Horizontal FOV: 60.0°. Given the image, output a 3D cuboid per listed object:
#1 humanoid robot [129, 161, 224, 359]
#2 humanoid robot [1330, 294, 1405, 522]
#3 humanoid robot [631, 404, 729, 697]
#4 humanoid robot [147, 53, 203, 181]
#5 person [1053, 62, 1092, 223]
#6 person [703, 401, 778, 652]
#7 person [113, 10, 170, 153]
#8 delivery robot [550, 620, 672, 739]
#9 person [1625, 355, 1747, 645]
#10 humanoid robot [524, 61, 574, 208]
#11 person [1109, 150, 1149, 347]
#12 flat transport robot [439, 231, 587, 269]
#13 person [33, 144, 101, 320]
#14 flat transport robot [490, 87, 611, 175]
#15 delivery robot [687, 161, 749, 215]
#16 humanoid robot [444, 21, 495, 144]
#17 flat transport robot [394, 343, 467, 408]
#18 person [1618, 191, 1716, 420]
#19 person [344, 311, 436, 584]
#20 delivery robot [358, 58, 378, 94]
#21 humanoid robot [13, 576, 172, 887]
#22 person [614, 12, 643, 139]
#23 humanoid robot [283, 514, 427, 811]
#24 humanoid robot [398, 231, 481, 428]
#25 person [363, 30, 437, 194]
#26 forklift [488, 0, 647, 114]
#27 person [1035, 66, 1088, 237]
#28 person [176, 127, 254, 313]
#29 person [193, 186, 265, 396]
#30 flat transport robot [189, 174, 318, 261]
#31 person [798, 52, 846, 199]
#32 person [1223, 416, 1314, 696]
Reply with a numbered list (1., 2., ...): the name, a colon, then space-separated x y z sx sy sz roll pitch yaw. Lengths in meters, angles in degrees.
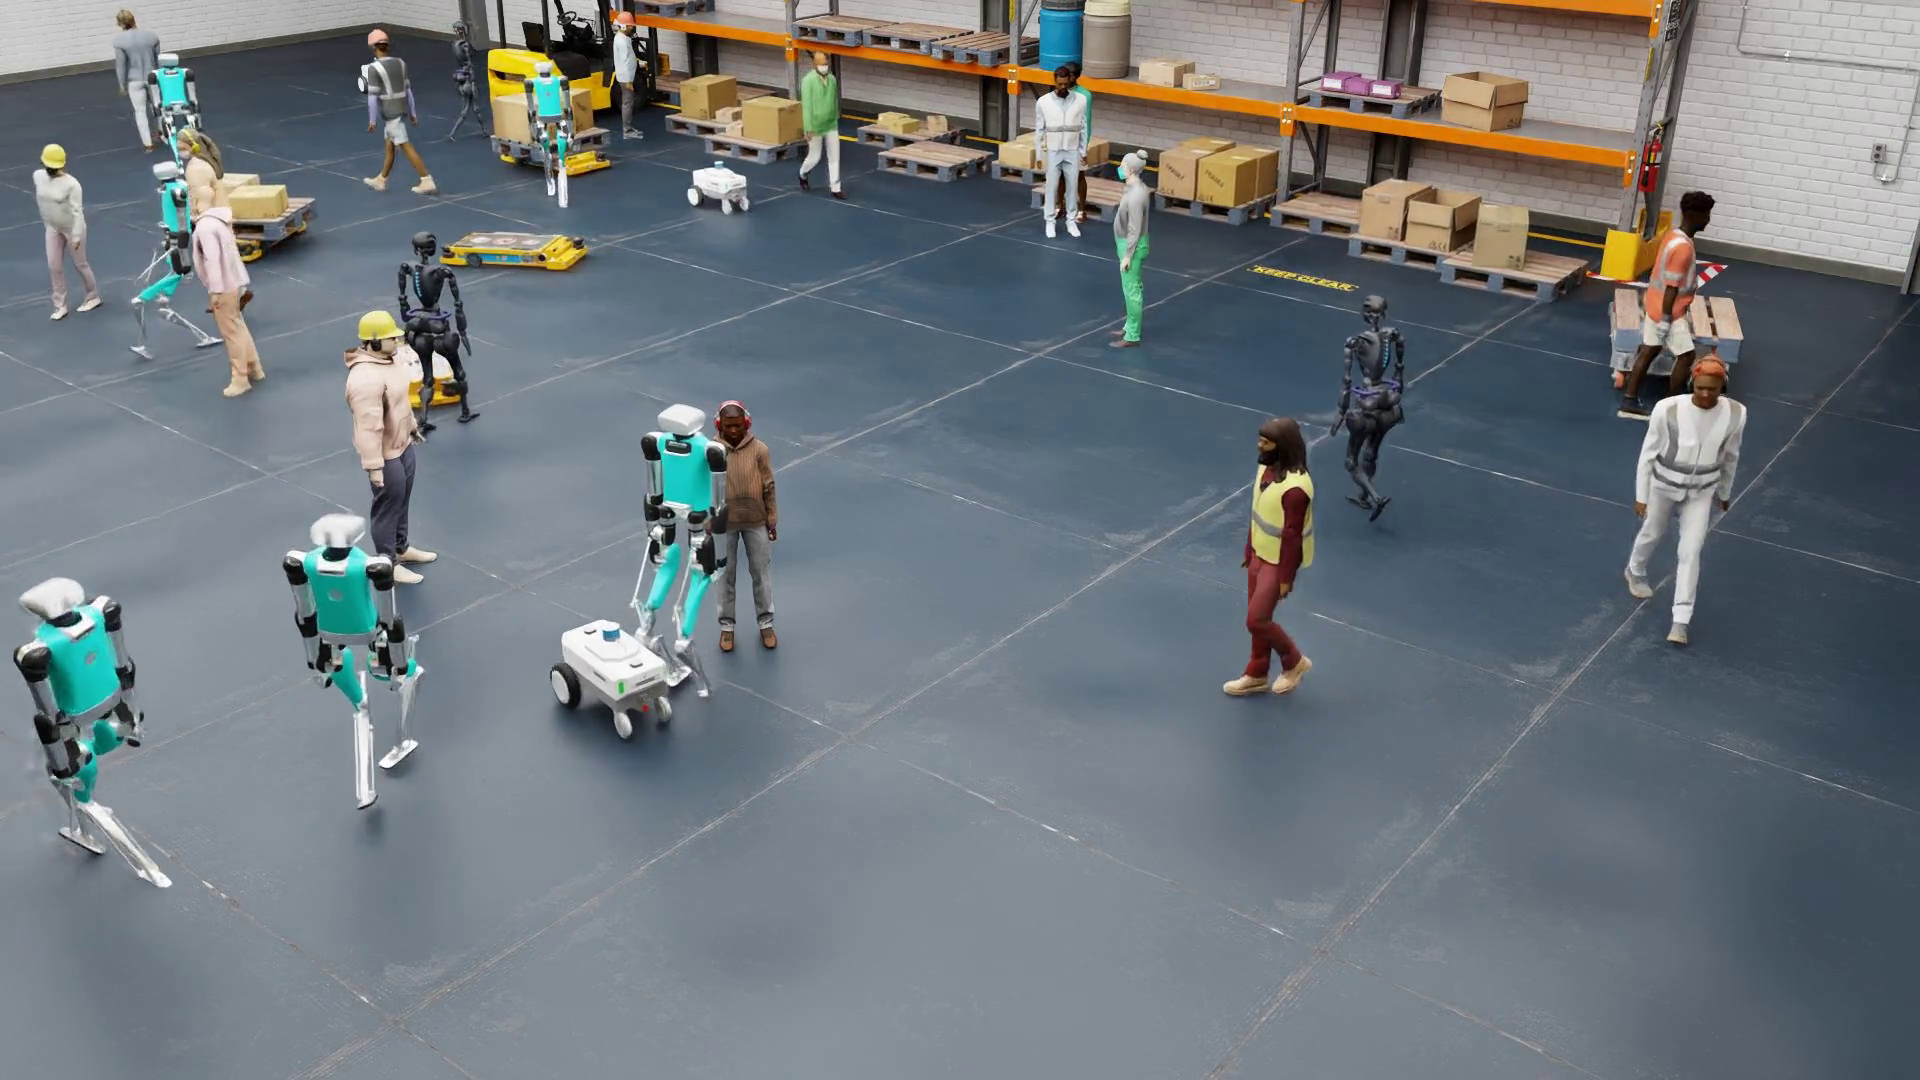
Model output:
1. humanoid robot: -7.360 -2.497 15.082 0.957 1.773 0.534 -16 30 -30
2. humanoid robot: 3.001 -0.937 11.896 0.616 1.637 0.572 -13 29 -25
3. humanoid robot: -1.650 0.144 9.568 0.536 1.779 0.678 9 27 18
4. humanoid robot: -9.327 -4.907 20.049 0.547 1.765 0.944 -16 30 -30
5. person: 1.302 -4.635 19.369 0.490 1.841 0.387 11 28 22
6. person: -1.347 -0.097 10.188 0.462 1.646 0.321 -4 26 -8
7. person: -11.216 -6.294 22.755 0.728 1.884 0.677 20 32 35
8. delivery robot: -2.026 0.758 9.688 0.499 0.609 0.784 -21 33 -36
9. person: 4.548 -0.329 10.458 0.623 1.835 1.000 5 26 9
10. humanoid robot: -4.978 -4.981 20.248 0.530 1.769 1.002 -7 27 -14
11. person: 1.572 -2.690 15.339 0.340 1.838 0.511 4 26 8
12. flat transport robot: -4.854 -3.144 18.082 1.431 0.231 0.659 4 26 8
13. person: -8.686 -2.979 16.075 0.593 1.709 0.710 4 26 7
14. flat transport robot: -5.398 -5.094 22.120 1.431 0.231 0.659 18 31 33
15. delivery robot: -2.909 -4.268 20.077 0.499 0.591 0.768 -23 34 -39
16. humanoid robot: -6.962 -6.416 23.298 0.765 1.629 0.600 -16 30 -29
17. flat transport robot: -4.812 -1.477 14.629 0.659 0.231 1.431 -12 28 -23
18. person: 5.876 -1.865 13.508 0.772 1.937 0.644 6 26 12
19. person: -3.799 -0.617 11.022 0.433 1.859 0.802 0 26 0
20. delivery robot: -9.253 -7.382 26.531 0.499 0.596 0.795 -20 32 -35
21. humanoid robot: -4.361 0.909 8.008 0.971 1.756 0.574 12 28 23
22. person: -4.672 -6.542 23.425 0.350 1.740 0.573 -5 26 -11
23. humanoid robot: -3.088 0.542 8.752 0.580 1.720 0.955 0 26 0
24. humanoid robot: -4.284 -1.701 13.511 0.609 1.655 0.599 6 26 13
25. person: -7.010 -5.245 20.487 1.019 1.977 0.631 7 27 13
26. forklift: -5.874 -7.334 24.552 1.214 2.155 2.313 19 32 34
27. person: 1.140 -4.379 18.760 0.600 1.907 0.398 -5 26 -10
28. person: -7.219 -3.040 16.027 0.416 1.864 0.628 -7 27 -13
29. person: -6.317 -2.145 14.320 0.409 1.748 0.666 -5 26 -9
30. flat transport robot: -7.939 -3.392 18.595 0.659 0.231 1.431 2 26 4
31. person: -1.709 -5.084 20.381 0.557 1.757 0.735 -19 32 -34
32. person: 1.798 0.121 9.602 0.429 1.761 0.496 -6 26 -12
